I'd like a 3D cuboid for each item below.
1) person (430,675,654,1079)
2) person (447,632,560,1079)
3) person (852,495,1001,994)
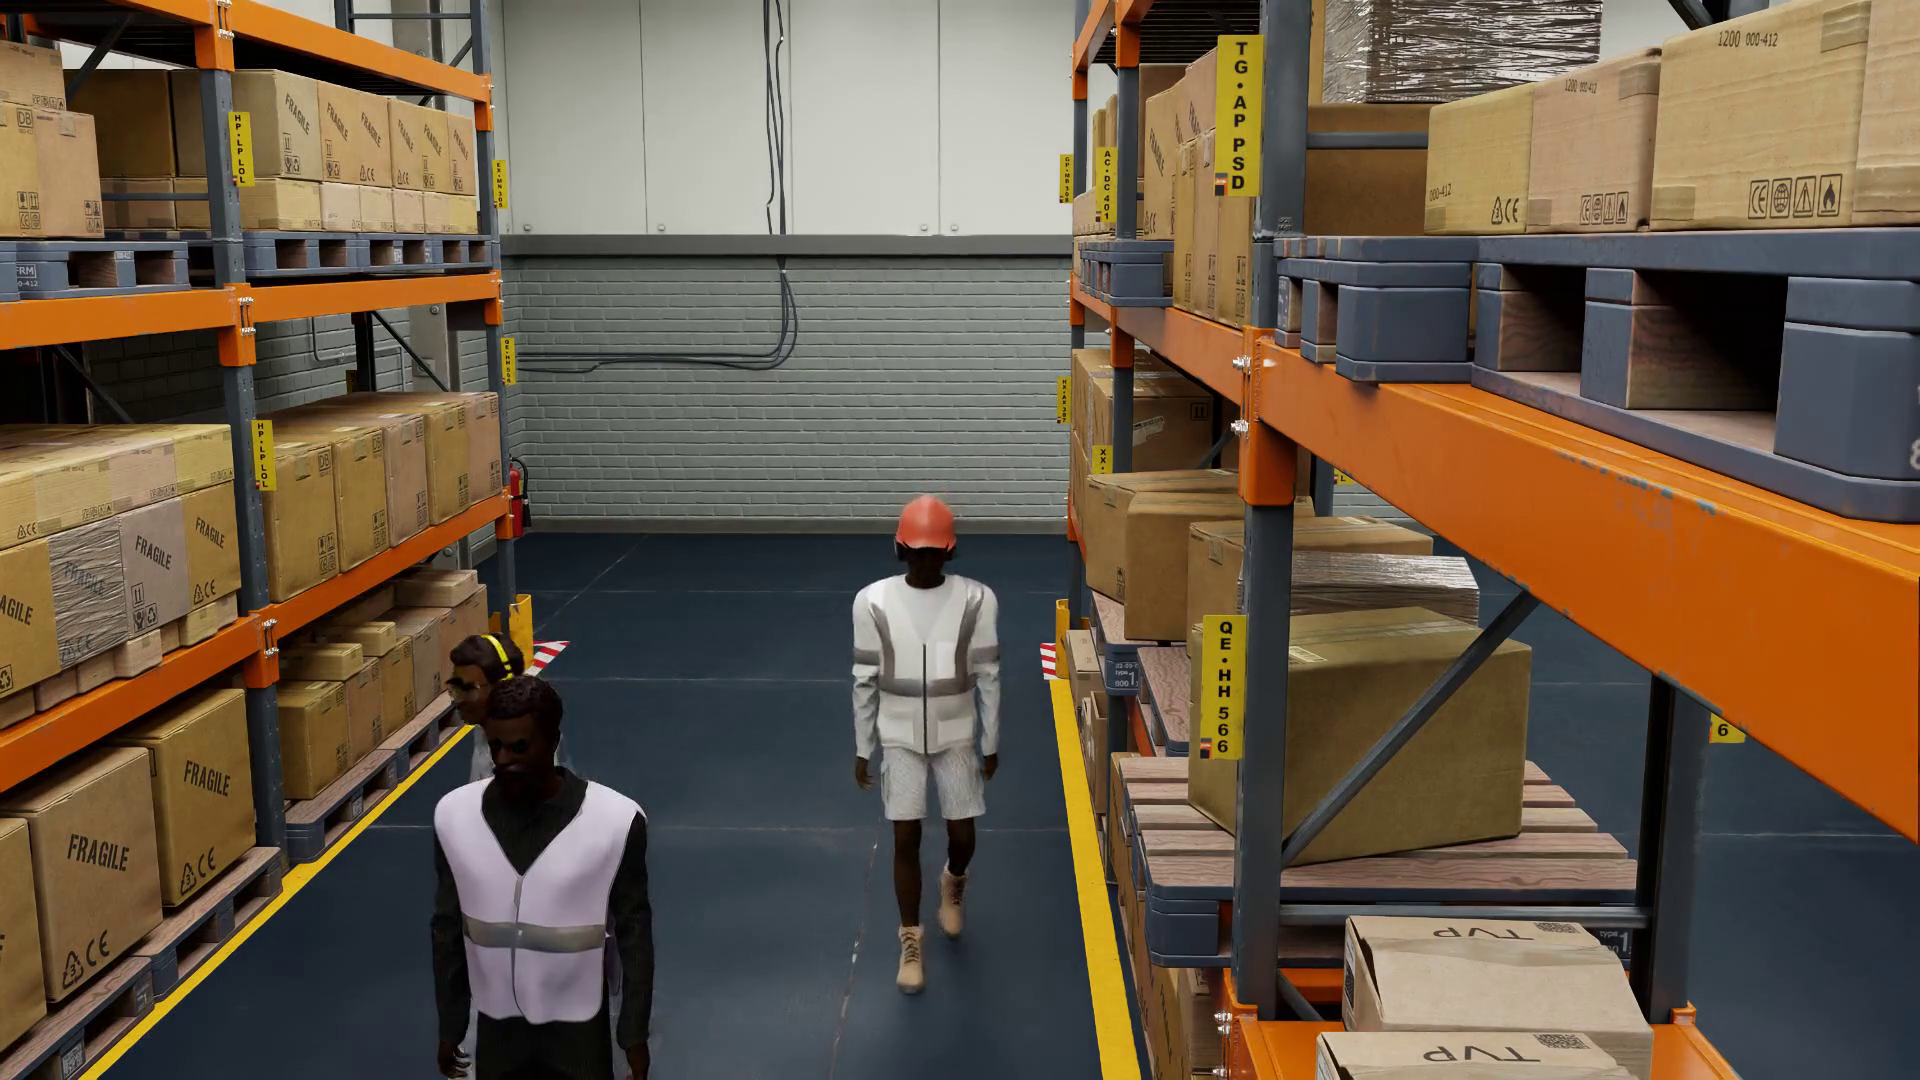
[{"bbox_3d":[-1.126,1.288,4.508,0.599,1.917,0.375,1,10,5],"label":"person"},{"bbox_3d":[-1.458,1.204,5.239,0.877,1.831,0.518,-10,14,-44],"label":"person"},{"bbox_3d":[-0.140,0.808,6.910,0.612,2.030,0.678,0,10,1],"label":"person"}]
